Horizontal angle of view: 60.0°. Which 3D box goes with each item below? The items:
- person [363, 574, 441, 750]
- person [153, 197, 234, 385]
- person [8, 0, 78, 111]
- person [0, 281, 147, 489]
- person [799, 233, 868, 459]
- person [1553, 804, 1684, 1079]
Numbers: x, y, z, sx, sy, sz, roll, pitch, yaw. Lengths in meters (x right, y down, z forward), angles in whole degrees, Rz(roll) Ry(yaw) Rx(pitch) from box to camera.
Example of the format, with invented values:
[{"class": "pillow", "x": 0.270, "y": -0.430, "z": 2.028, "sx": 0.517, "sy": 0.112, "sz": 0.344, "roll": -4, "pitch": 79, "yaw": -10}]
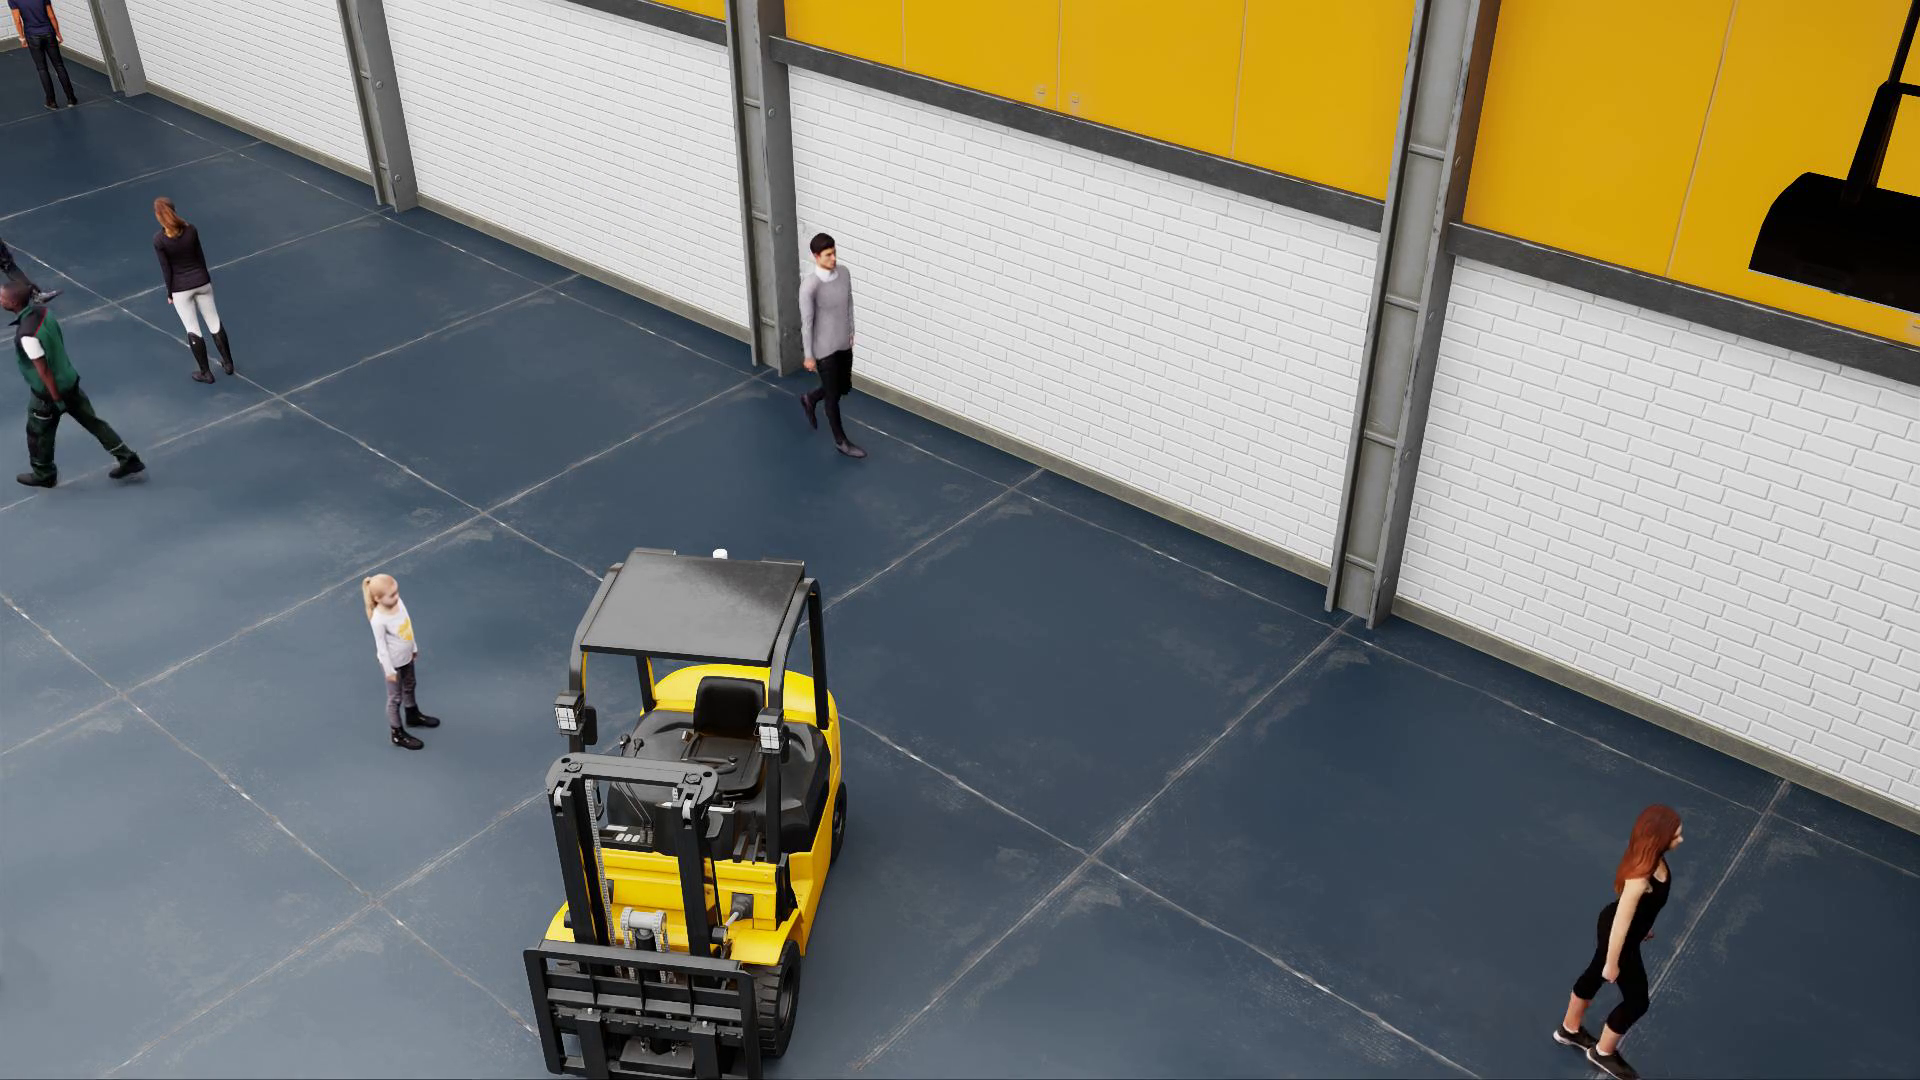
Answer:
[{"class": "person", "x": -3.621, "y": 0.753, "z": 10.662, "sx": 0.591, "sy": 1.275, "sz": 0.558, "roll": 7, "pitch": 34, "yaw": 10}, {"class": "person", "x": -6.806, "y": -2.212, "z": 14.712, "sx": 0.539, "sy": 1.730, "sz": 0.570, "roll": 26, "pitch": 42, "yaw": 34}, {"class": "person", "x": -11.513, "y": -6.310, "z": 20.821, "sx": 0.688, "sy": 1.793, "sz": 0.610, "roll": -22, "pitch": 40, "yaw": -30}, {"class": "person", "x": -7.046, "y": -1.202, "z": 13.135, "sx": 1.271, "sy": 1.793, "sz": 1.207, "roll": -3, "pitch": 34, "yaw": -5}, {"class": "person", "x": -1.124, "y": -1.628, "z": 13.676, "sx": 1.052, "sy": 1.904, "sz": 0.742, "roll": 24, "pitch": 41, "yaw": 32}, {"class": "person", "x": 3.261, "y": 1.981, "z": 8.414, "sx": 0.736, "sy": 1.719, "sz": 0.663, "roll": 16, "pitch": 37, "yaw": 23}]
